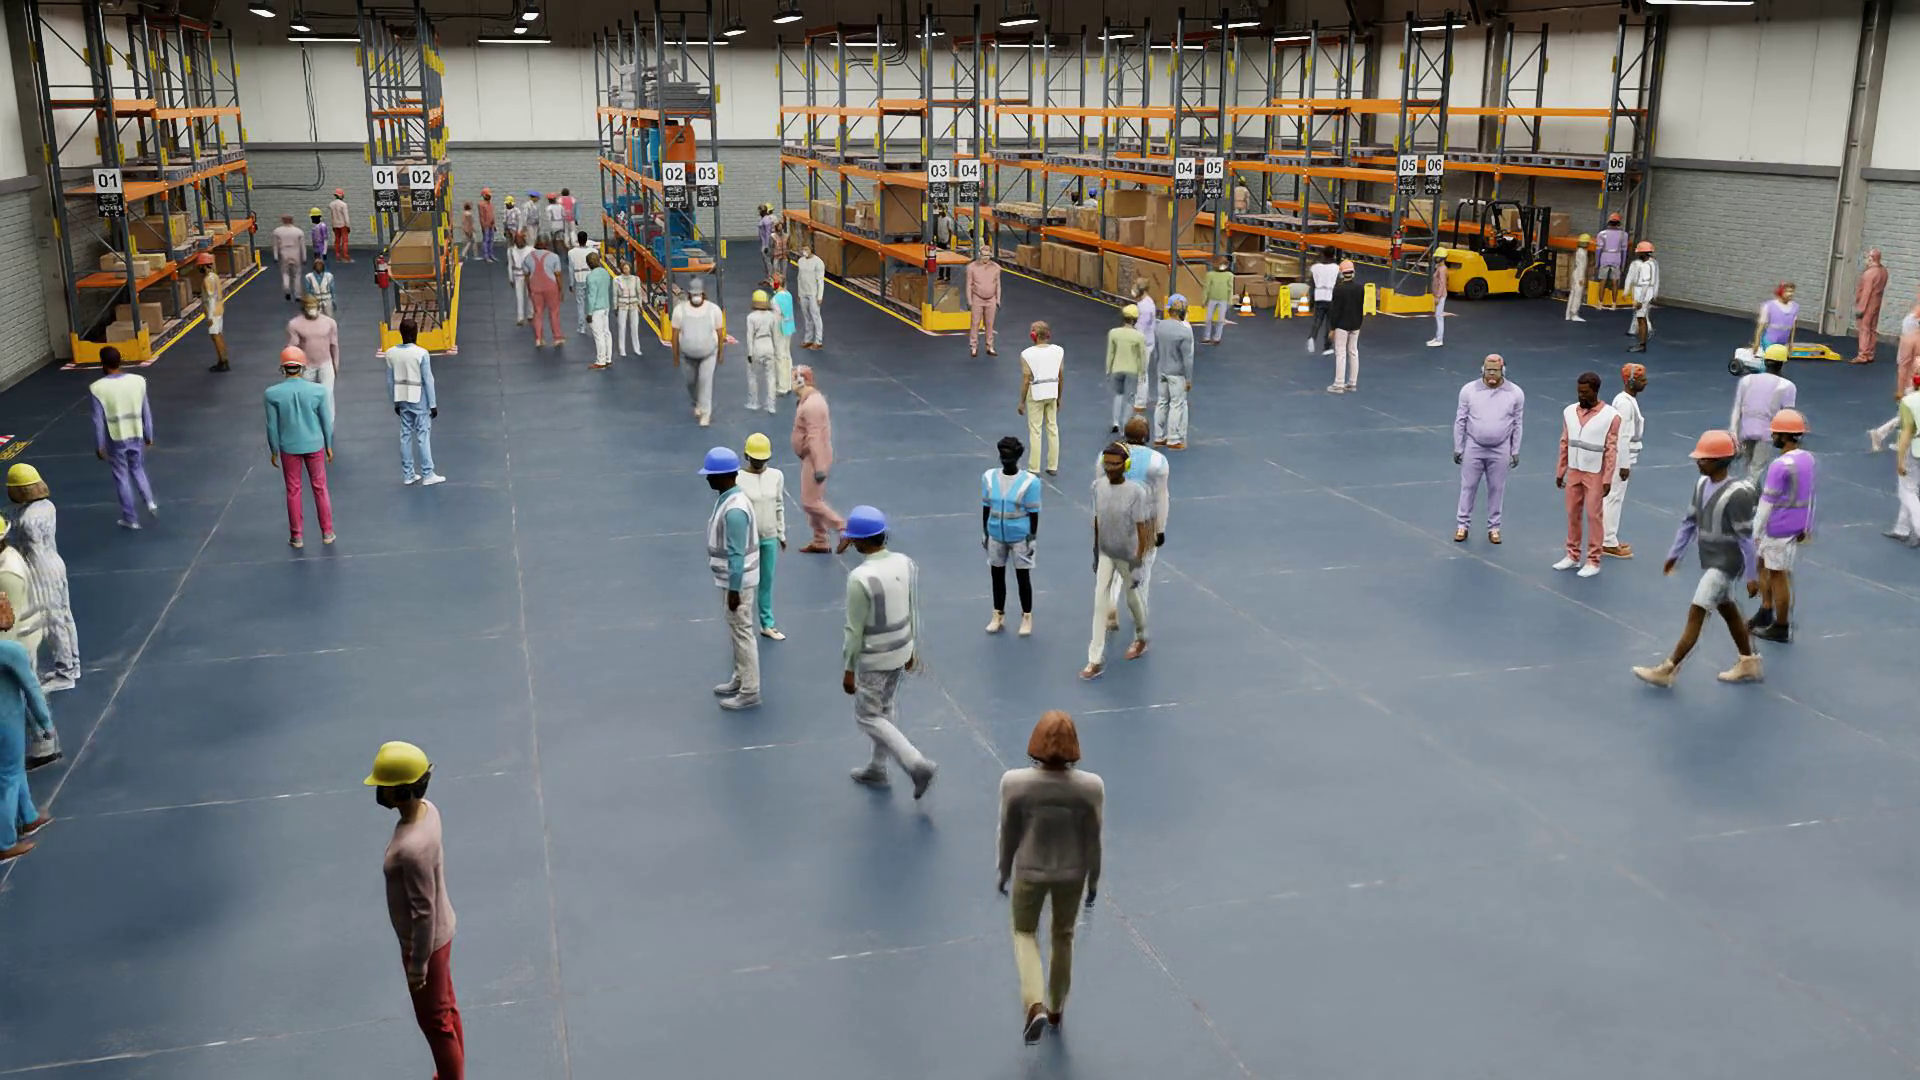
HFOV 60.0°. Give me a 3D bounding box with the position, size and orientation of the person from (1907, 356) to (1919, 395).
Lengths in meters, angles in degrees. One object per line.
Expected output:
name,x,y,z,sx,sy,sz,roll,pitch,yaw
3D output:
person,11.024,-1.495,18.823,0.557,1.908,0.705,8,17,28

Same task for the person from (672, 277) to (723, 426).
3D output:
person,-3.587,-2.624,22.811,0.694,2.000,0.832,0,15,-2

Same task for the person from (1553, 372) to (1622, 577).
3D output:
person,5.859,-0.627,15.559,0.405,1.906,0.604,-10,18,-32

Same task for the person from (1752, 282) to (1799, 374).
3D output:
person,11.793,-2.873,24.194,0.567,1.816,0.803,-5,16,-19

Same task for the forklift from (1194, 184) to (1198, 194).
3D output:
forklift,7.392,-11.333,53.972,1.873,2.768,1.129,-4,15,-15

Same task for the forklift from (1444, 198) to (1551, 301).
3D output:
forklift,11.913,-6.508,37.130,2.313,2.155,1.214,-4,15,-15

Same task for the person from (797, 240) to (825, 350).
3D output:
person,-2.644,-4.340,29.490,0.628,1.932,0.368,14,20,43

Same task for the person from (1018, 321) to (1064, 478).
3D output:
person,0.959,-1.636,19.483,0.564,1.838,0.388,-7,17,-26

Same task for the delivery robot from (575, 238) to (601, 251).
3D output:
delivery robot,-10.387,-8.198,46.452,0.477,0.478,0.707,11,19,37

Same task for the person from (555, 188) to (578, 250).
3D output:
person,-11.491,-9.348,48.528,0.629,1.819,0.655,-7,16,-25

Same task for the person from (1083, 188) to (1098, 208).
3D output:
person,3.656,-8.776,46.139,0.617,1.946,0.397,11,18,35

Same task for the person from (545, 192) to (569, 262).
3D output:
person,-10.862,-8.426,44.946,0.601,1.895,0.799,-14,20,-42

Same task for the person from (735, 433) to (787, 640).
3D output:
person,-1.635,-0.004,13.508,0.534,1.762,0.359,-11,18,-36

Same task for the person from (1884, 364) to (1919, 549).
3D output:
person,9.511,-0.818,16.449,0.586,1.812,0.776,-5,16,-16

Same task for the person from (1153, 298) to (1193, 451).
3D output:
person,2.692,-2.083,20.998,0.376,1.928,0.636,-11,19,-36

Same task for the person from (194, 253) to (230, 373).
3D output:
person,-12.171,-3.691,27.029,0.378,1.932,0.551,-3,15,-12

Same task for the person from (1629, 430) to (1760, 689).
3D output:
person,5.639,0.157,12.476,1.063,1.979,0.641,0,15,1

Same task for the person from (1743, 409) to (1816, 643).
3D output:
person,6.636,-0.120,13.616,0.577,1.917,0.609,-12,19,-39

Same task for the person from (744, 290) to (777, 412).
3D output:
person,-2.859,-2.690,23.670,0.519,1.717,0.700,-11,18,-35

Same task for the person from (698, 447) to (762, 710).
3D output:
person,-1.668,0.270,12.132,0.420,1.938,0.605,-4,15,-14

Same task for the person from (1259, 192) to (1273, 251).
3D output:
person,8.922,-9.287,48.456,0.294,1.744,0.486,-11,18,-36

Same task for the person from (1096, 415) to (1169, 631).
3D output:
person,1.428,-0.144,13.911,0.633,1.816,0.796,4,16,16

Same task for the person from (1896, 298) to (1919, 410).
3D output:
person,12.958,-2.473,22.507,0.585,1.907,0.635,-1,15,-5

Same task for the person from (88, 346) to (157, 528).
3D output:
person,-8.634,-1.052,17.141,0.440,1.908,0.613,10,18,34

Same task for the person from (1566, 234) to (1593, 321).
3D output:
person,12.418,-5.258,33.329,0.395,1.729,0.504,6,16,20

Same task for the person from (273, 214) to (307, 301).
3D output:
person,-14.712,-6.204,36.553,0.698,1.896,0.496,-5,16,-17

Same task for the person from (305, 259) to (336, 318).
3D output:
person,-11.236,-4.124,29.267,0.515,1.611,0.654,-5,16,-18

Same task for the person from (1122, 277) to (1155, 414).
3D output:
person,2.532,-2.732,23.454,0.441,1.923,0.664,0,15,0

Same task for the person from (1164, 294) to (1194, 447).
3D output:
person,2.779,-2.168,21.273,0.399,1.945,0.615,1,15,6

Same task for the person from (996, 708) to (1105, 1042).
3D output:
person,0.426,1.587,7.757,0.503,1.623,0.507,-1,15,-3

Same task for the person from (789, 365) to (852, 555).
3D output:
person,-1.366,-0.760,16.115,0.557,1.875,0.672,-1,15,-3

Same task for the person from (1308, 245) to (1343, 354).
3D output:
person,6.334,-4.152,28.821,0.606,1.906,0.605,11,18,35

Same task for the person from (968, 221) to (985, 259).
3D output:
person,0.337,-5.592,34.196,0.388,1.926,0.590,1,15,5

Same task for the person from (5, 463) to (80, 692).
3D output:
person,-6.893,0.276,12.478,0.313,1.738,0.483,-3,15,-12

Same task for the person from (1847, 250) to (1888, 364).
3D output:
person,15.224,-3.909,27.907,0.652,1.904,0.402,-11,19,-37

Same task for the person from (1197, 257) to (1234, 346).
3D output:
person,4.614,-4.281,29.879,0.589,1.610,0.302,4,16,16

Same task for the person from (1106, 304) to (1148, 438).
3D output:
person,2.189,-2.211,21.802,0.560,1.748,0.410,7,16,25

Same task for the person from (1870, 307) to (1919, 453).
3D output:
person,11.593,-1.918,20.295,0.622,1.972,0.823,-9,17,-30
